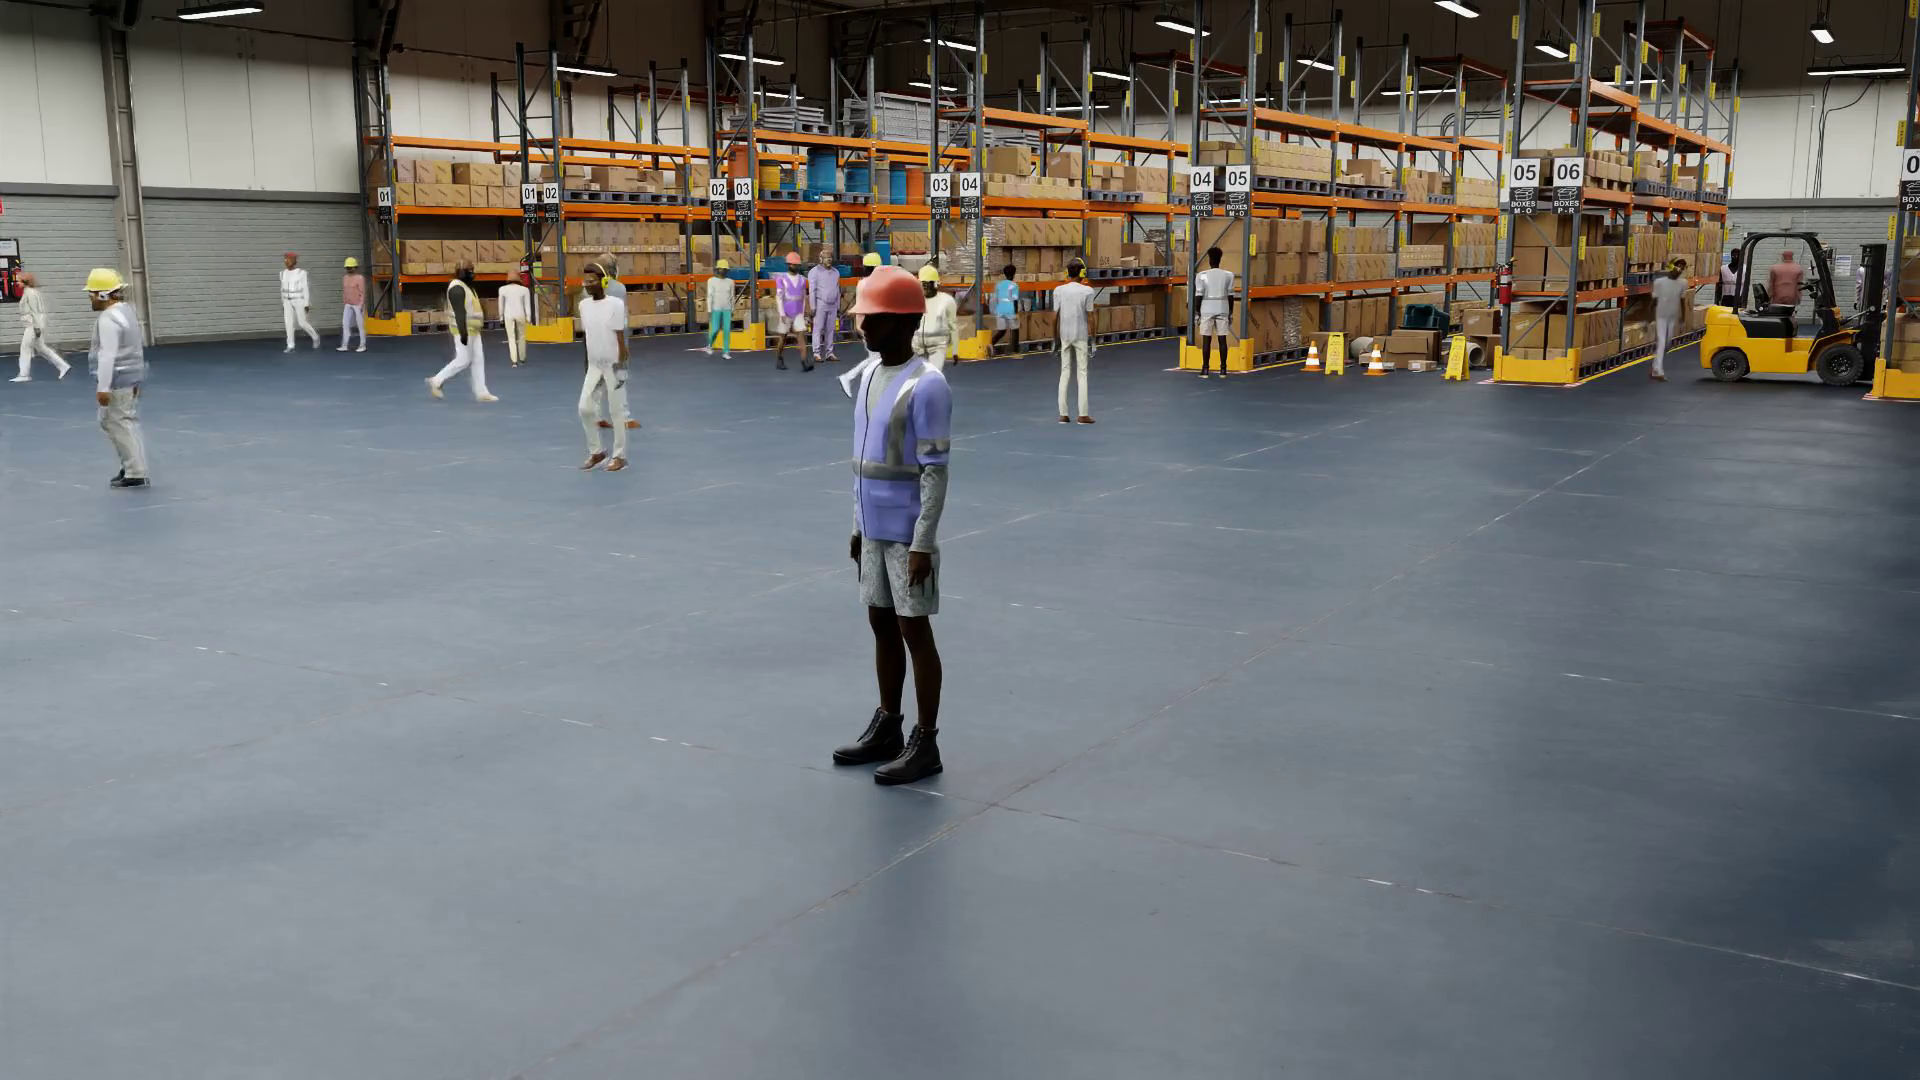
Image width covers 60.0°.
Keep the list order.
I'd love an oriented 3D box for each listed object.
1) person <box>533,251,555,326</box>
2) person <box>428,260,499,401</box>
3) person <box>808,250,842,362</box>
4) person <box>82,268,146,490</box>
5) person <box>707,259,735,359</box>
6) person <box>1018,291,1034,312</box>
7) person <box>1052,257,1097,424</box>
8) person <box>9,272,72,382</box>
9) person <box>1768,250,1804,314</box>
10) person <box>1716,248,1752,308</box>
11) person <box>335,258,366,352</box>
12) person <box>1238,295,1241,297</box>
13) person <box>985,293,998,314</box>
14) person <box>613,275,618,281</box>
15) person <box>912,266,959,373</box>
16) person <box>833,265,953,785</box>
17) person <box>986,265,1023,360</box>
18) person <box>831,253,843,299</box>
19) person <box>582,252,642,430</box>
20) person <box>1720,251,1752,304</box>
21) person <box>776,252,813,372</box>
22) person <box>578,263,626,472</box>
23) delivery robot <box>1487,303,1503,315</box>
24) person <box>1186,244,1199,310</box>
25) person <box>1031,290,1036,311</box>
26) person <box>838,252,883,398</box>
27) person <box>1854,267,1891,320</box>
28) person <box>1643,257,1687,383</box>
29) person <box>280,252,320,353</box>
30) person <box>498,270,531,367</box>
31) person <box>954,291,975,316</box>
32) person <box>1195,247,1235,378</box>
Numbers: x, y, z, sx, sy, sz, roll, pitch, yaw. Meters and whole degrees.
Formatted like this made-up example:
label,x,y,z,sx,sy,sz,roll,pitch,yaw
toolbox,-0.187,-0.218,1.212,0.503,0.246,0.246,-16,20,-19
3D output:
label,x,y,z,sx,sy,sz,roll,pitch,yaw
person,-9.396,-5.556,37.385,0.619,1.838,0.430,2,10,9
person,-6.360,-2.658,21.206,0.776,1.823,0.631,0,10,1
person,-2.284,-3.995,28.441,0.642,1.909,0.399,-9,13,-41
person,-6.953,-1.310,13.646,0.472,1.813,0.625,-2,10,-12
person,-4.201,-4.046,29.152,0.534,1.749,0.510,-6,12,-29
person,1.396,-5.173,35.802,0.499,1.635,0.287,9,13,41
person,1.287,-2.228,18.656,0.533,1.866,0.310,5,11,24
person,-13.611,-3.145,24.529,0.796,1.610,0.527,-7,12,-33
person,17.176,-5.088,34.610,0.677,1.884,0.434,4,11,23
person,15.295,-4.800,32.915,0.593,1.920,0.391,7,12,34
person,-11.298,-4.344,30.812,0.553,1.743,0.669,4,11,23
person,6.216,-5.134,35.316,0.514,1.717,0.685,8,13,36
person,0.796,-4.791,32.846,0.624,1.934,0.364,1,10,3
person,-6.452,-4.309,30.386,0.507,1.842,0.351,-9,14,-41
person,-0.349,-2.113,18.257,0.623,1.777,0.957,5,11,24
person,-0.254,-0.055,6.276,0.350,1.941,0.545,-7,12,-34
person,0.755,-3.914,28.689,0.539,1.653,0.643,8,13,39
person,-3.140,-5.828,38.986,0.657,1.801,0.936,9,13,40
person,-3.793,-2.151,18.050,0.629,1.939,0.418,7,12,34
person,16.009,-5.051,34.324,0.568,1.913,0.498,4,11,21
person,-2.659,-3.606,26.364,0.550,1.886,1.042,-6,12,-30
person,-3.153,-1.511,14.698,0.538,1.851,0.545,4,11,21
delivery robot,12.872,-5.513,40.467,0.707,0.478,0.477,-2,10,-9
person,4.395,-4.387,30.288,0.606,2.035,0.405,7,12,33
person,1.441,-5.662,37.529,0.610,1.996,0.386,6,12,29
person,-1.200,-2.722,21.313,0.673,1.906,0.593,-3,10,-14
person,17.284,-4.553,31.539,0.585,1.921,0.392,6,12,31
person,10.349,-3.242,24.455,0.591,1.833,0.784,0,10,-3
person,-12.321,-4.413,30.938,0.584,1.859,0.800,3,11,16
person,-7.336,-3.653,27.424,0.503,1.582,0.858,-3,11,-17
person,0.126,-5.135,34.592,1.026,2.005,0.616,-7,12,-35
person,3.831,-3.421,25.057,0.602,1.966,0.368,0,10,-3
